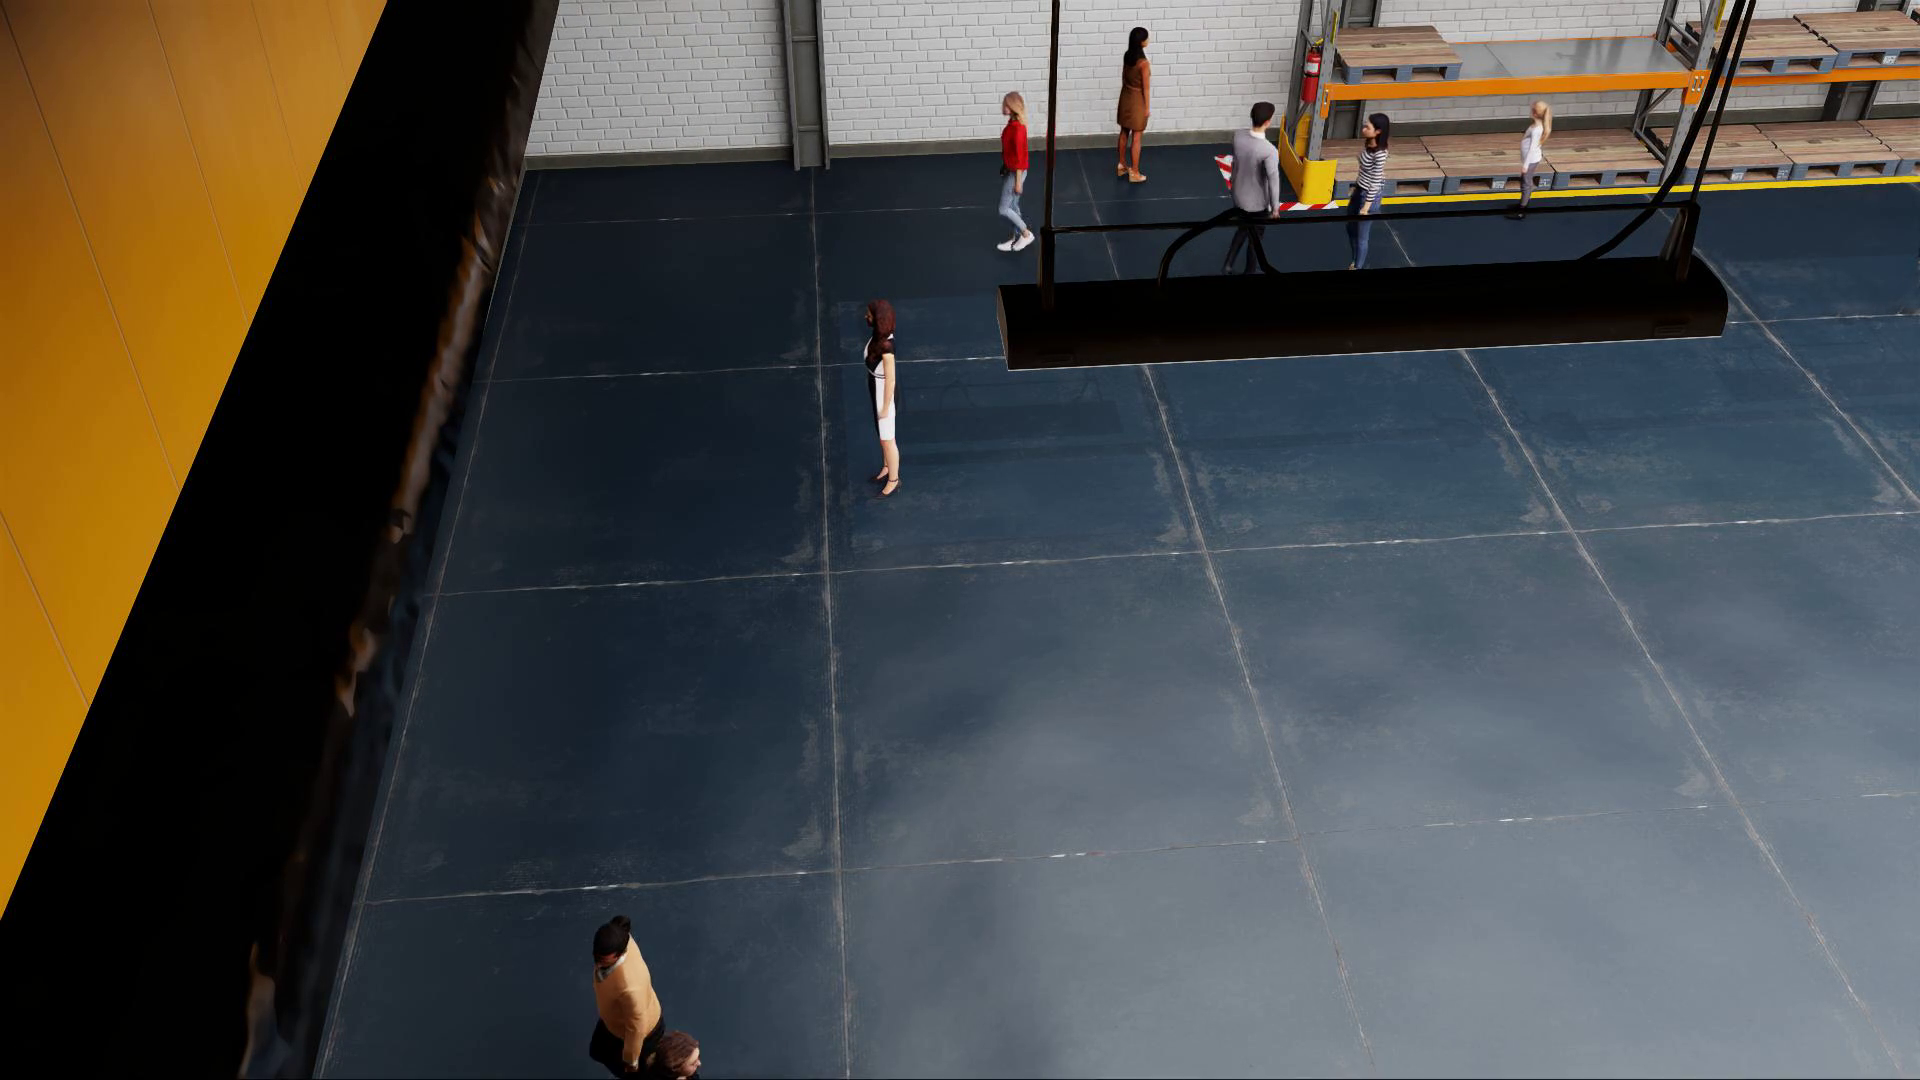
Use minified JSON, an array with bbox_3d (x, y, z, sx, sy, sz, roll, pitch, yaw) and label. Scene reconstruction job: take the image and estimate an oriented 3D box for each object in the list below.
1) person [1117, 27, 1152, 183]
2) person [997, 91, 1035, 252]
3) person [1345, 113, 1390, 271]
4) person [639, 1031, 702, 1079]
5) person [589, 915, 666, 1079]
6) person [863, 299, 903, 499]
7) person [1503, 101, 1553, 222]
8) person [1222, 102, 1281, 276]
[{"bbox_3d":[1.860,-4.665,17.808,0.639,1.690,0.633,-21,43,-24],"label":"person"},{"bbox_3d":[0.614,-3.635,16.515,0.605,1.693,0.622,-2,39,-3],"label":"person"},{"bbox_3d":[3.909,-3.251,15.954,0.511,1.794,0.617,-2,39,-3],"label":"person"},{"bbox_3d":[-1.528,2.954,8.241,1.066,1.724,0.890,20,43,23],"label":"person"},{"bbox_3d":[-1.656,2.523,8.778,0.760,1.726,0.779,-15,41,-18],"label":"person"},{"bbox_3d":[-0.611,-1.134,13.302,0.502,1.796,0.600,-6,39,-8],"label":"person"},{"bbox_3d":[5.924,-3.941,17.232,0.622,1.278,0.576,19,43,23],"label":"person"},{"bbox_3d":[2.719,-3.259,15.870,0.938,1.911,0.917,-21,43,-24],"label":"person"}]
